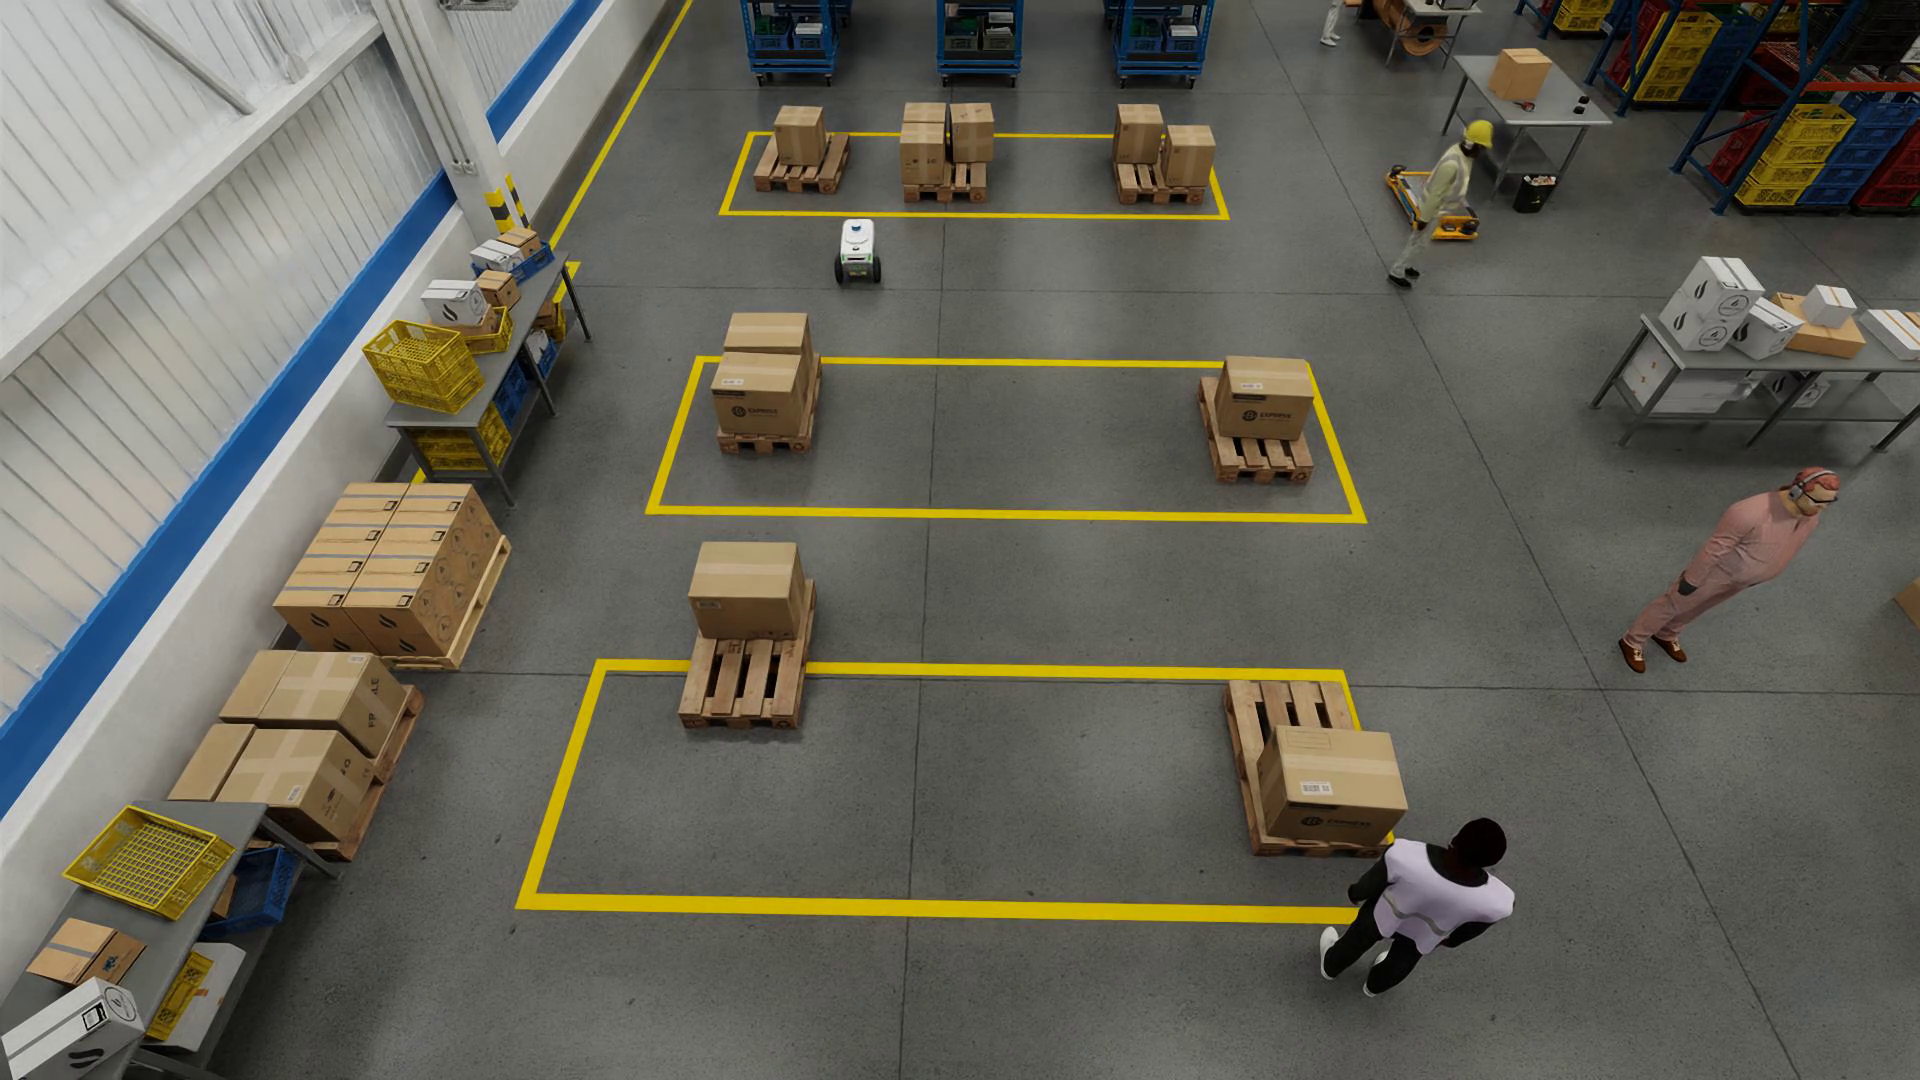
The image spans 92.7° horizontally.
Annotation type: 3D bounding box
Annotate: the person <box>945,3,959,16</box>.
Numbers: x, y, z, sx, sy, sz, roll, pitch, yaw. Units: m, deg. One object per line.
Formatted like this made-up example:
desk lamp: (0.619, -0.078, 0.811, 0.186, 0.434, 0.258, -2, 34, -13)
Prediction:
person: (-0.061, -8.655, 13.875, 0.395, 1.993, 0.616, -11, 50, -10)

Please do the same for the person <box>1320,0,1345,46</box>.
person: (5.850, -8.427, 13.915, 0.312, 1.636, 0.516, 21, 52, 17)

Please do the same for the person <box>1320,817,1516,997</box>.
person: (2.327, 1.940, 4.754, 0.591, 1.919, 0.392, 20, 52, 17)

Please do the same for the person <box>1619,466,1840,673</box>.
person: (5.243, 0.225, 6.247, 0.639, 1.909, 0.407, -10, 50, -9)

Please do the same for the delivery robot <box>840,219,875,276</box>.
delivery robot: (-1.123, -3.262, 10.093, 0.477, 0.478, 0.707, -1, 49, -1)

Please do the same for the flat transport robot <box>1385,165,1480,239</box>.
flat transport robot: (5.692, -4.094, 11.059, 0.652, 0.197, 1.431, 1, 49, 1)

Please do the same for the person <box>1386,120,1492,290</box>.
person: (4.971, -3.468, 9.505, 0.426, 1.814, 0.612, 26, 54, 21)
